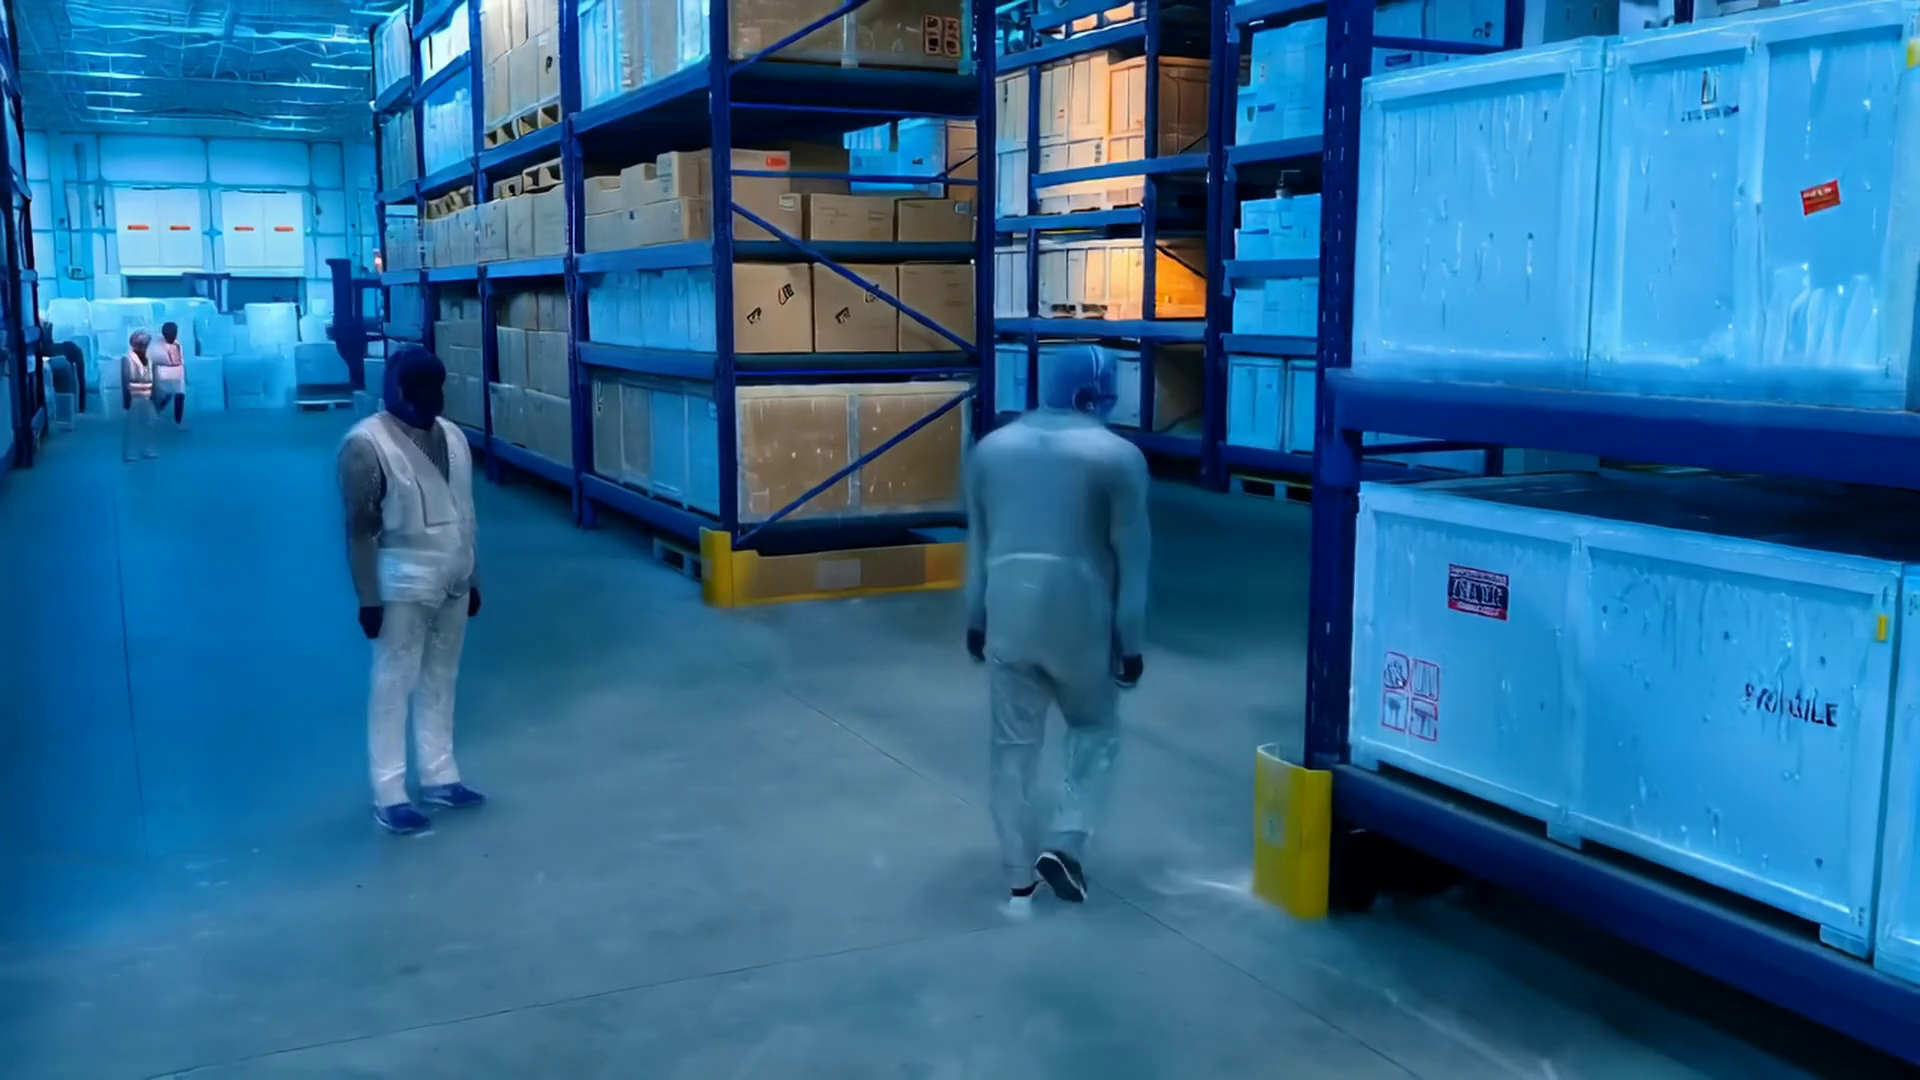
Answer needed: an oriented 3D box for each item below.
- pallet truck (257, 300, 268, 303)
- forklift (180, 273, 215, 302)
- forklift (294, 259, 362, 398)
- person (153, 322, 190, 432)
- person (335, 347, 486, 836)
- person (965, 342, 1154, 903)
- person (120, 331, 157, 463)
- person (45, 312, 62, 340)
[{"bbox_3d":[-23.913,-7.404,58.171,1.885,1.965,0.823,-1,8,-9],"label":"pallet truck"},{"bbox_3d":[-23.512,-6.862,51.410,1.873,2.768,1.129,6,10,35],"label":"forklift"},{"bbox_3d":[-12.554,-4.313,33.833,1.873,2.768,1.129,-3,9,-17],"label":"forklift"},{"bbox_3d":[-12.025,-2.484,25.303,0.480,1.684,0.538,4,9,24],"label":"person"},{"bbox_3d":[-2.068,0.185,6.384,0.429,1.839,0.633,4,9,23],"label":"person"},{"bbox_3d":[0.306,0.294,5.484,0.682,1.880,0.450,3,9,17],"label":"person"},{"bbox_3d":[-10.171,-1.764,20.572,0.377,1.624,0.546,2,9,14],"label":"person"},{"bbox_3d":[-29.589,-6.793,54.306,0.589,1.897,0.672,2,9,15],"label":"person"}]
